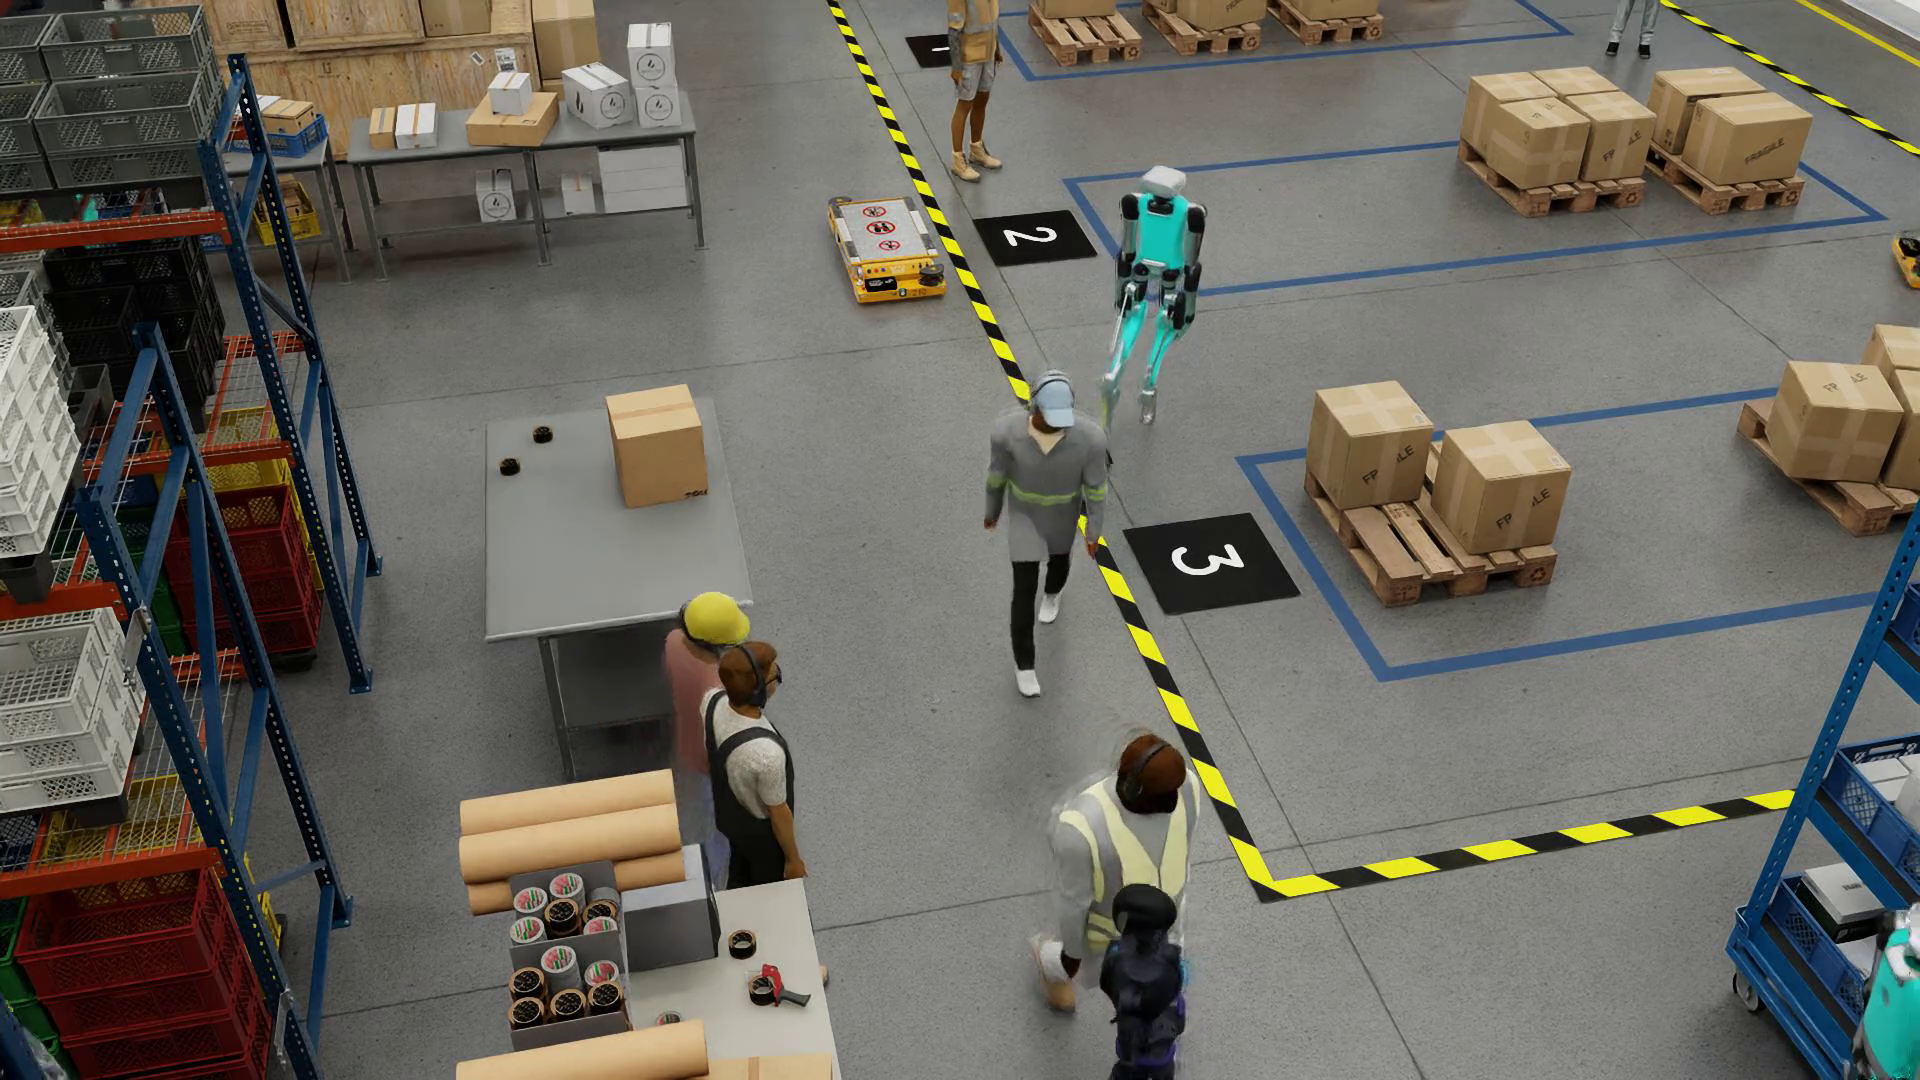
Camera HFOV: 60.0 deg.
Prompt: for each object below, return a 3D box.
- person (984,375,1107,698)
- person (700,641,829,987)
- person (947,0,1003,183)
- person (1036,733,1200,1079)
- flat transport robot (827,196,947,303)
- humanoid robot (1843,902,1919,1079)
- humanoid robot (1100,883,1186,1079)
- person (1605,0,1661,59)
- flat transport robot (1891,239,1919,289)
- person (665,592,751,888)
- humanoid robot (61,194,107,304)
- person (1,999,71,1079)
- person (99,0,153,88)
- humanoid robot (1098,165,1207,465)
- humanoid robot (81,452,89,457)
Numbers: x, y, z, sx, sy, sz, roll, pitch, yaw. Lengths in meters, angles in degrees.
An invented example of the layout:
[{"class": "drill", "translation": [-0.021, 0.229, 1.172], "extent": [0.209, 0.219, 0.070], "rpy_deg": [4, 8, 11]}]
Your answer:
[{"class": "person", "translation": [0.425, -0.132, 8.451], "extent": [0.628, 1.792, 0.987], "rpy_deg": [2, 37, 2]}, {"class": "person", "translation": [-0.804, 1.146, 6.692], "extent": [0.332, 1.843, 0.517], "rpy_deg": [-26, 44, -30]}, {"class": "person", "translation": [0.154, -3.890, 13.303], "extent": [0.391, 2.033, 0.613], "rpy_deg": [25, 43, 30]}, {"class": "person", "translation": [0.618, 1.389, 6.409], "extent": [0.618, 1.791, 0.925], "rpy_deg": [-16, 40, -21]}, {"class": "flat transport robot", "translation": [-0.570, -2.220, 12.538], "extent": [0.659, 0.231, 1.431], "rpy_deg": [-8, 37, -10]}, {"class": "humanoid robot", "translation": [3.448, 1.948, 5.753], "extent": [1.029, 1.767, 0.536], "rpy_deg": [3, 37, 4]}, {"class": "humanoid robot", "translation": [0.667, 1.832, 5.918], "extent": [0.490, 1.638, 0.591], "rpy_deg": [10, 38, 13]}, {"class": "person", "translation": [6.471, -5.425, 15.537], "extent": [0.599, 1.827, 0.404], "rpy_deg": [9, 38, 12]}, {"class": "flat transport robot", "translation": [7.724, -2.023, 12.249], "extent": [1.431, 0.197, 0.652], "rpy_deg": [7, 37, 10]}, {"class": "person", "translation": [-1.081, 0.915, 7.110], "extent": [0.785, 1.721, 0.552], "rpy_deg": [-30, 46, -34]}, {"class": "humanoid robot", "translation": [-5.617, -1.478, 10.400], "extent": [0.785, 1.886, 0.546], "rpy_deg": [-13, 38, -16]}, {"class": "person", "translation": [-3.197, 2.046, 5.587], "extent": [0.687, 1.713, 0.494], "rpy_deg": [-10, 38, -13]}, {"class": "person", "translation": [-7.409, -4.838, 14.673], "extent": [0.575, 1.914, 0.693], "rpy_deg": [-1, 37, -1]}, {"class": "humanoid robot", "translation": [1.069, -1.291, 10.078], "extent": [0.545, 1.773, 0.933], "rpy_deg": [17, 40, 22]}, {"class": "humanoid robot", "translation": [-5.040, -0.901, 9.631], "extent": [0.794, 1.628, 0.583], "rpy_deg": [-16, 39, -20]}]
